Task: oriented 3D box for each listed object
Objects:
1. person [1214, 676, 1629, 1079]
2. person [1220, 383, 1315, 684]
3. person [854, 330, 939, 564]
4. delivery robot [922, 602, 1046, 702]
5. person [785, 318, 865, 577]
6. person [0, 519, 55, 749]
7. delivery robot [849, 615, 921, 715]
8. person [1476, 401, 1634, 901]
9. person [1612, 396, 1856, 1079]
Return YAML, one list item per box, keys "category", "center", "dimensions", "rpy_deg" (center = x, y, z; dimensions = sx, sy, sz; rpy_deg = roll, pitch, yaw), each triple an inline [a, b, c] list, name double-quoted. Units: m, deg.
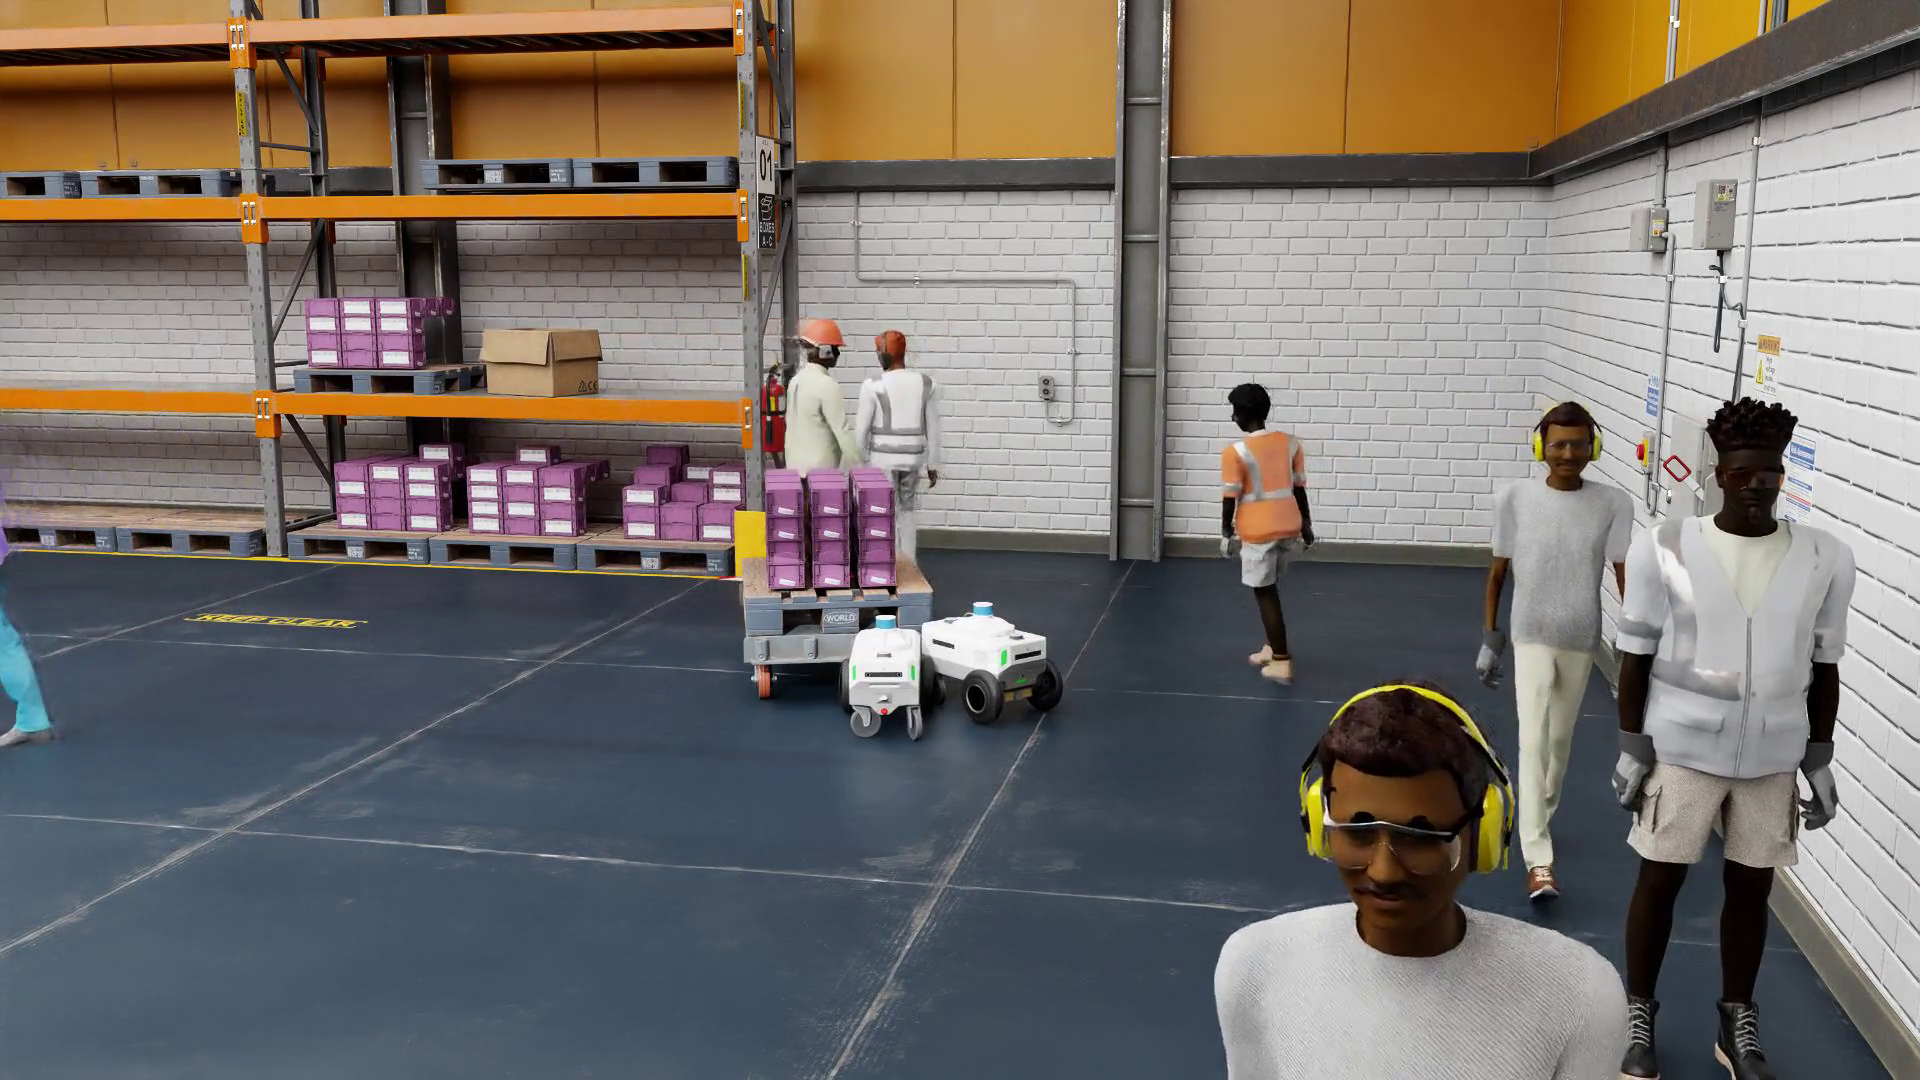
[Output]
- category: "person"
  center: [0.574, 1.058, 2.125]
  dimensions: [0.517, 1.846, 0.844]
  rpy_deg: [2, 10, 14]
- category: "person"
  center: [1.670, -0.043, 9.284]
  dimensions: [0.584, 1.657, 0.601]
  rpy_deg: [-6, 11, -32]
- category: "person"
  center: [-0.497, -0.541, 11.706]
  dimensions: [0.600, 1.858, 0.611]
  rpy_deg: [-5, 11, -27]
- category: "delivery robot"
  center: [0.118, 0.567, 8.675]
  dimensions: [0.477, 0.478, 0.707]
  rpy_deg: [-8, 12, -40]
- category: "person"
  center: [-0.797, -0.455, 10.869]
  dimensions: [0.885, 1.956, 0.629]
  rpy_deg: [-4, 10, -23]
- category: "person"
  center: [-4.804, 0.139, 7.776]
  dimensions: [0.950, 1.798, 0.566]
  rpy_deg: [-3, 10, -20]
- category: "delivery robot"
  center: [-0.371, 0.621, 8.353]
  dimensions: [0.477, 0.478, 0.707]
  rpy_deg: [0, 9, 0]
- category: "person"
  center: [2.226, 0.400, 6.160]
  dimensions: [0.550, 1.816, 0.962]
  rpy_deg: [2, 10, 11]
- category: "person"
  center: [2.137, 0.579, 4.642]
  dimensions: [0.608, 1.965, 0.370]
  rpy_deg: [2, 10, 10]
